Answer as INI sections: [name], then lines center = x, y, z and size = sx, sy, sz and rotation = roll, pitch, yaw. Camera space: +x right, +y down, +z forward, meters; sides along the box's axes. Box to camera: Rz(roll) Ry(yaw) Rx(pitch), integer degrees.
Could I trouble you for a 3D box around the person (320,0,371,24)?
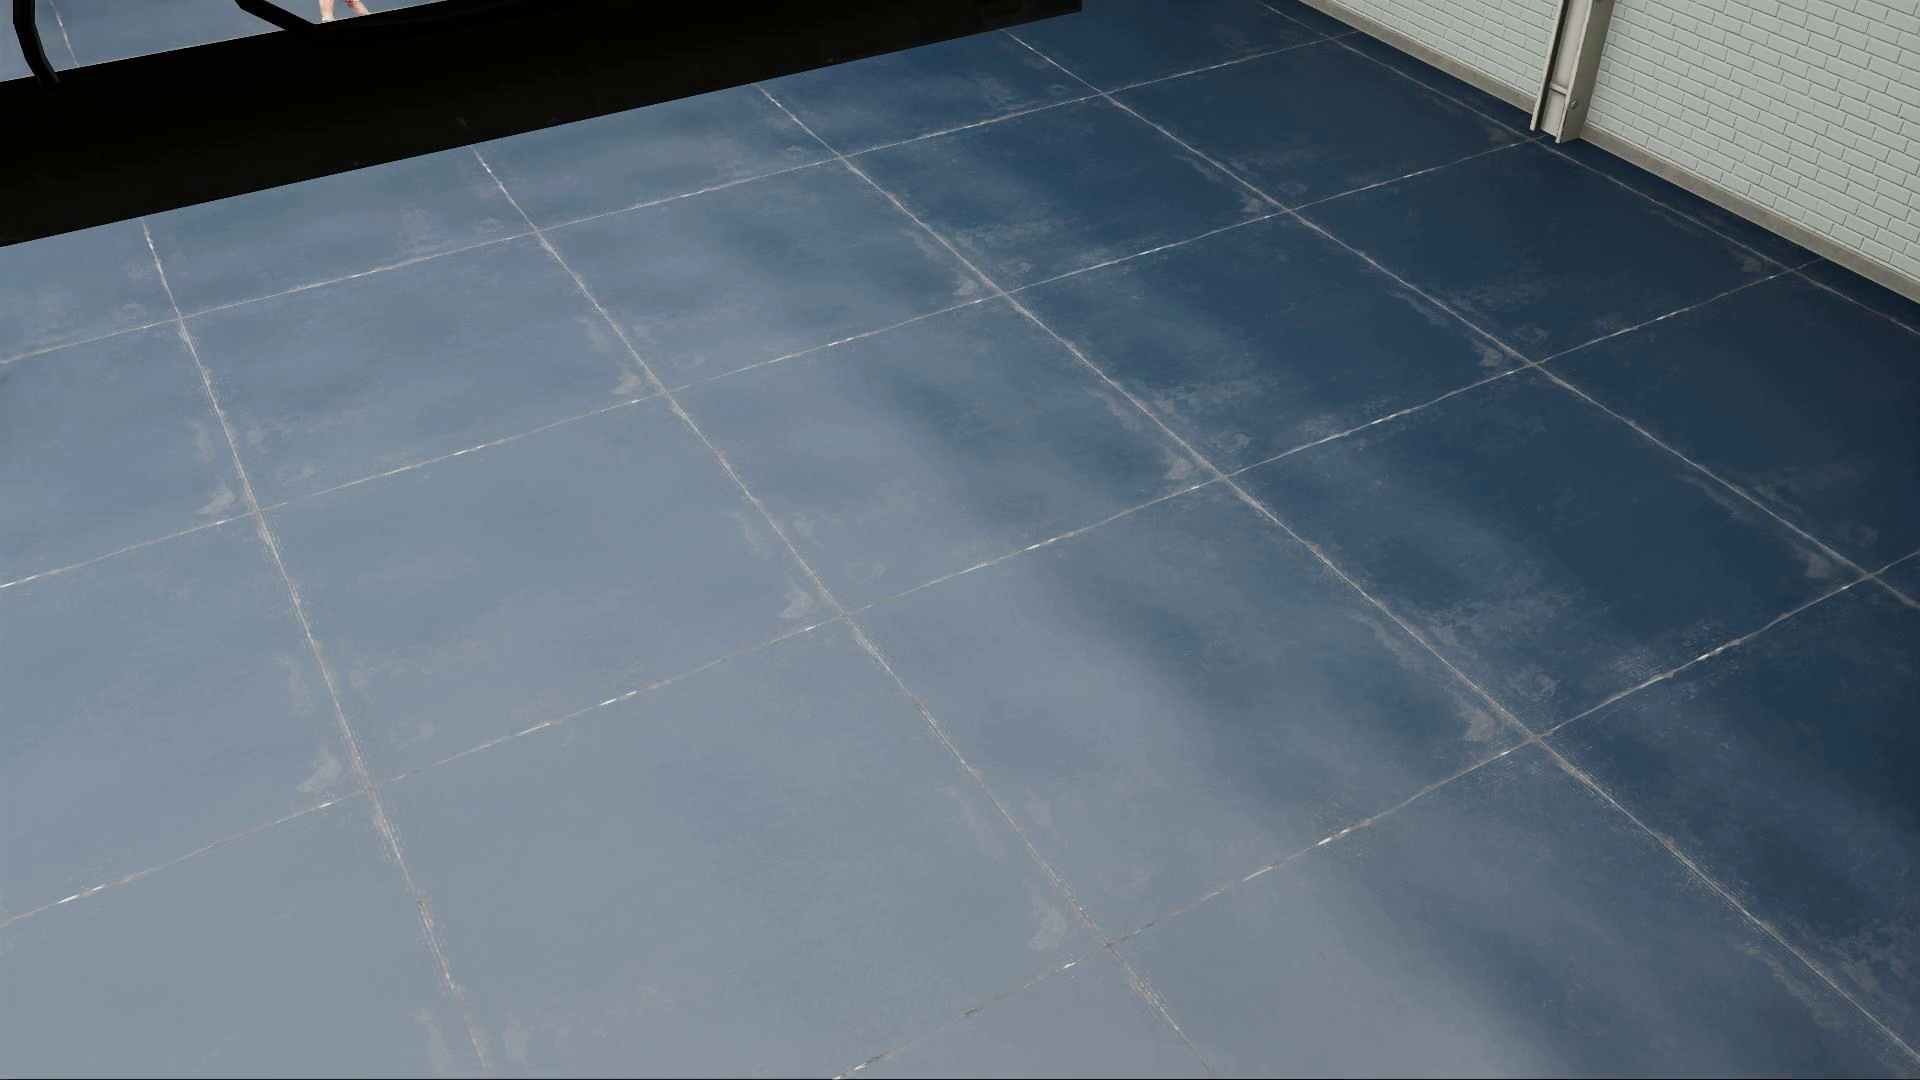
[person]
center = -6.482, -5.890, 17.412
size = 1.068, 1.603, 0.828
rotation = 30, 47, 33
